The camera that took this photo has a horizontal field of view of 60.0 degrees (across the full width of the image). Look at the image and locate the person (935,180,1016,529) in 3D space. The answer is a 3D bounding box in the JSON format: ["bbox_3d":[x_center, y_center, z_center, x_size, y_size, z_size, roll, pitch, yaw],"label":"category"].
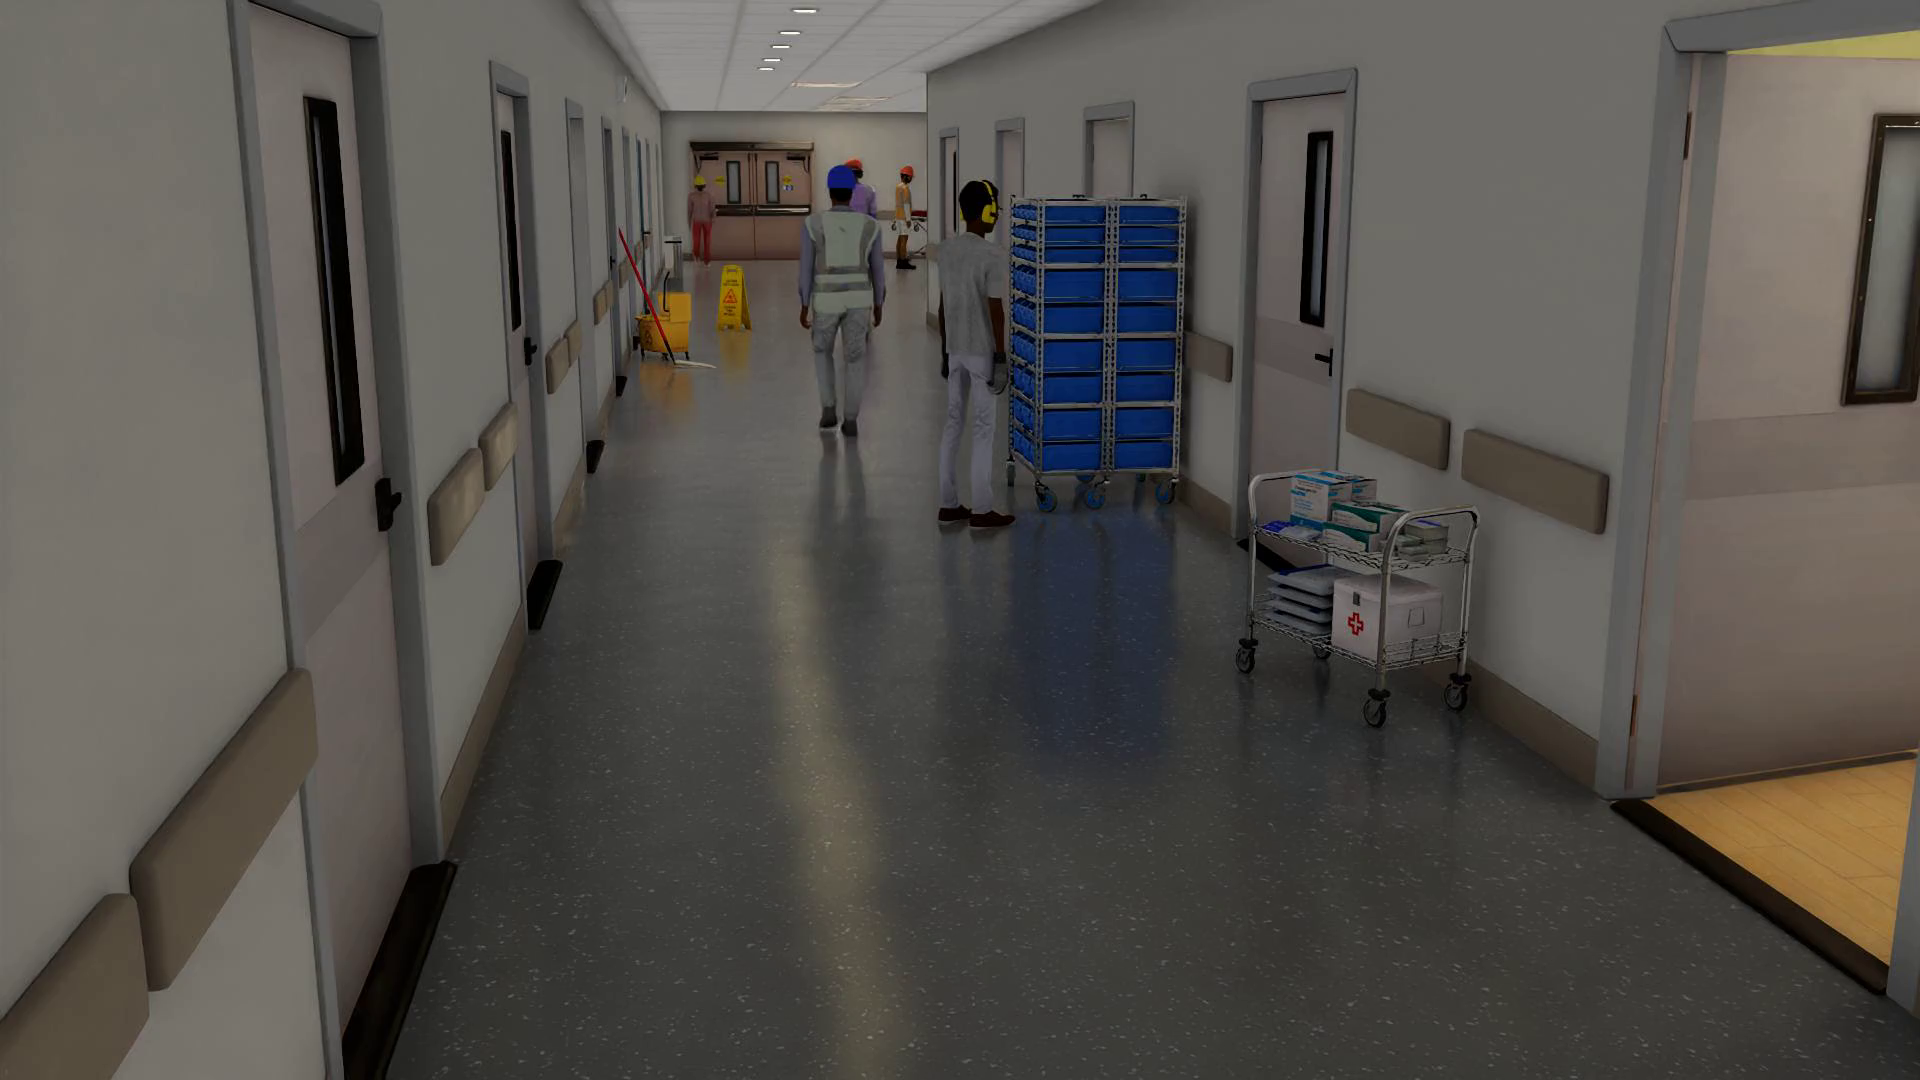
[{"bbox_3d":[0.076,-0.988,8.951,0.327,1.860,0.497,-12,18,-43],"label":"person"}]

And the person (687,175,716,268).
[{"bbox_3d":[-4.917,-6.056,31.703,0.536,1.750,0.387,-2,13,-11],"label":"person"}]

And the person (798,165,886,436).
[{"bbox_3d":[-0.856,-1.733,12.081,0.654,1.928,0.557,-2,13,-10],"label":"person"}]

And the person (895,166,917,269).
[{"bbox_3d":[-1.035,-6.094,31.468,0.384,1.927,0.543,-4,13,-18],"label":"person"}]

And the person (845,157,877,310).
[{"bbox_3d":[-1.430,-4.133,22.497,0.614,2.041,0.393,-4,13,-18],"label":"person"}]
